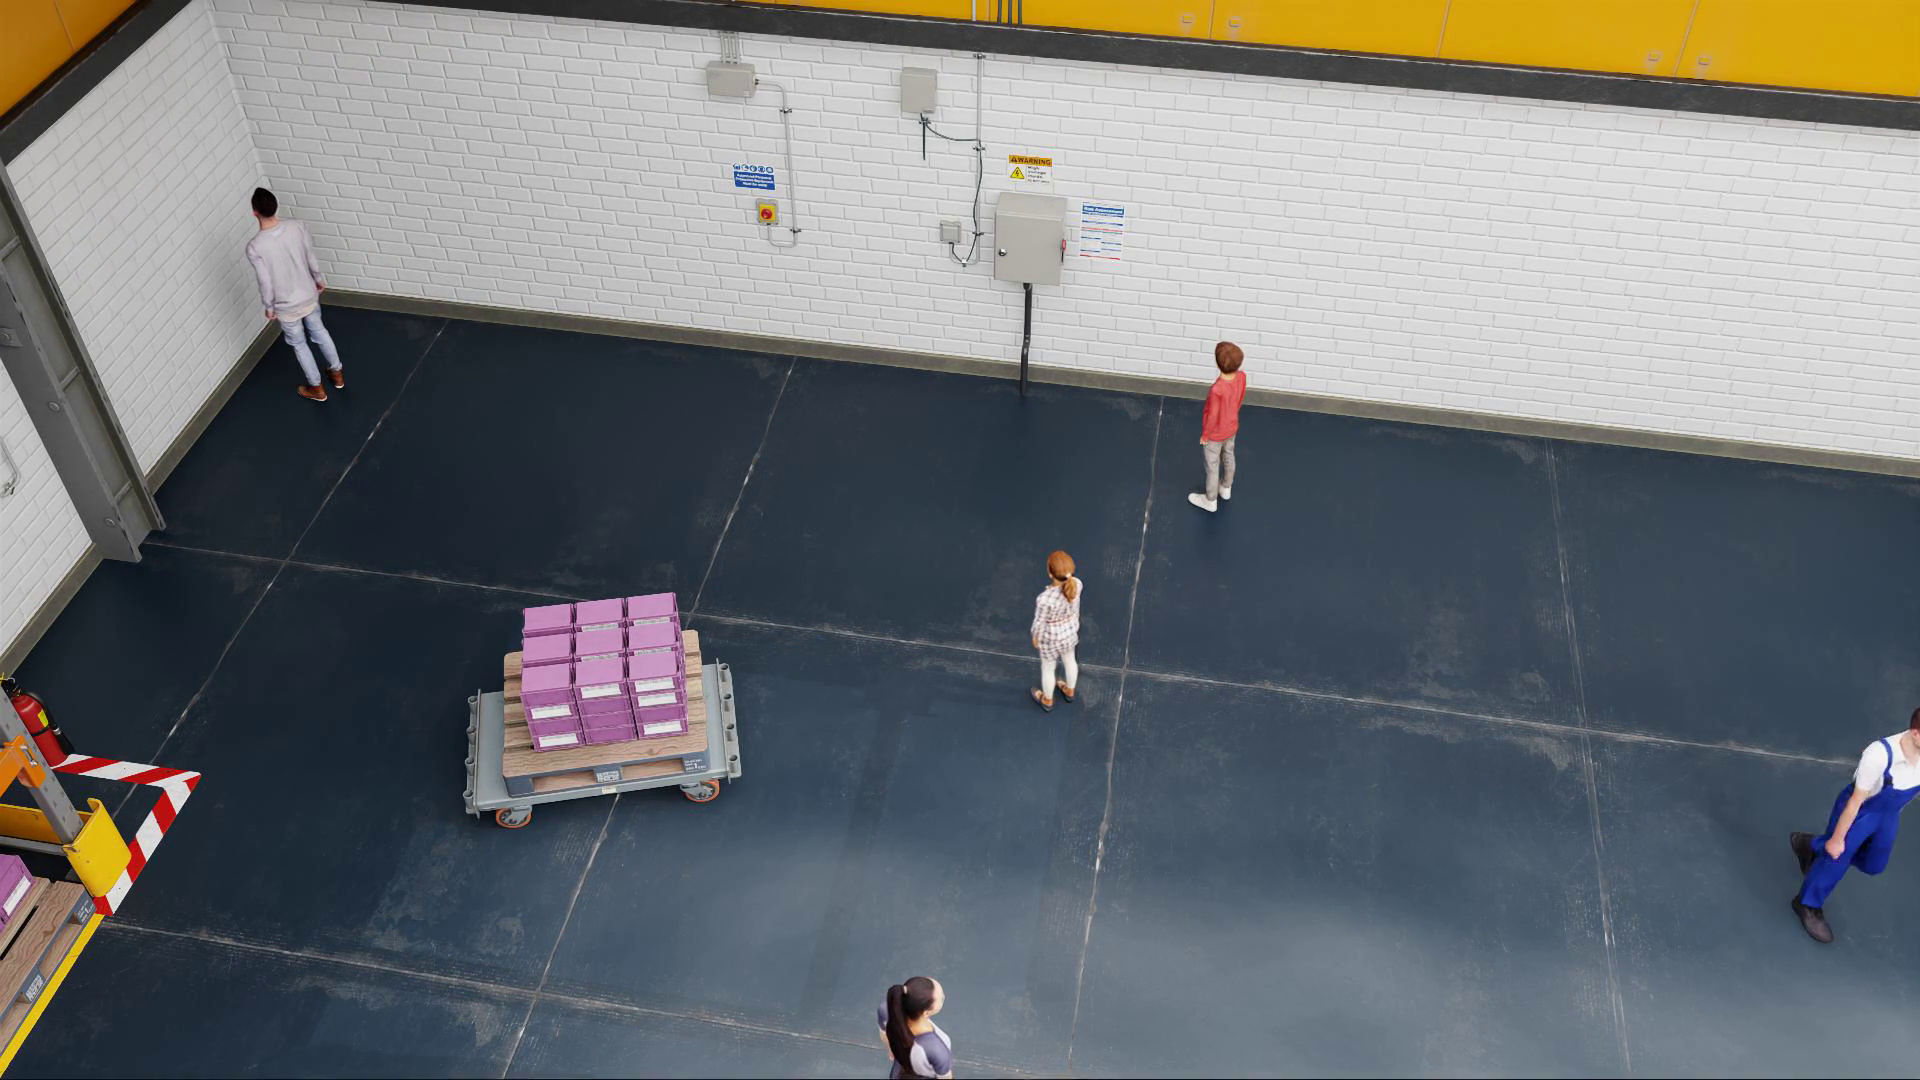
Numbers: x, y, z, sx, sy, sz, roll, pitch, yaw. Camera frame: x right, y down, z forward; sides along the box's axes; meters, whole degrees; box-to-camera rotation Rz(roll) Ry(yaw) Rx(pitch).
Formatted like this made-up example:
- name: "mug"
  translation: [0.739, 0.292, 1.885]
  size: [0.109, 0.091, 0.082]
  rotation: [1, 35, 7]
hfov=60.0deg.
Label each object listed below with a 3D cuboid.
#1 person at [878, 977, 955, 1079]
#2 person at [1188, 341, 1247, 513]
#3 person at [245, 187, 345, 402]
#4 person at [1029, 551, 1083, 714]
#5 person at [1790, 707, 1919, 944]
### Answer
- name: "person"
  translation: [-0.197, 2.633, 8.060]
  size: [0.668, 1.650, 0.683]
  rotation: [33, 53, 30]
- name: "person"
  translation: [1.868, -0.812, 11.845]
  size: [0.567, 1.418, 0.647]
  rotation: [-32, 52, -29]
- name: "person"
  translation: [-5.075, -1.869, 12.649]
  size: [0.822, 1.839, 0.664]
  rotation: [26, 49, 25]
- name: "person"
  translation: [0.619, 0.576, 10.466]
  size: [0.604, 1.310, 0.664]
  rotation: [-26, 50, -25]
- name: "person"
  translation: [4.923, 1.451, 9.165]
  size: [0.824, 1.837, 0.944]
  rotation: [-10, 45, -11]
